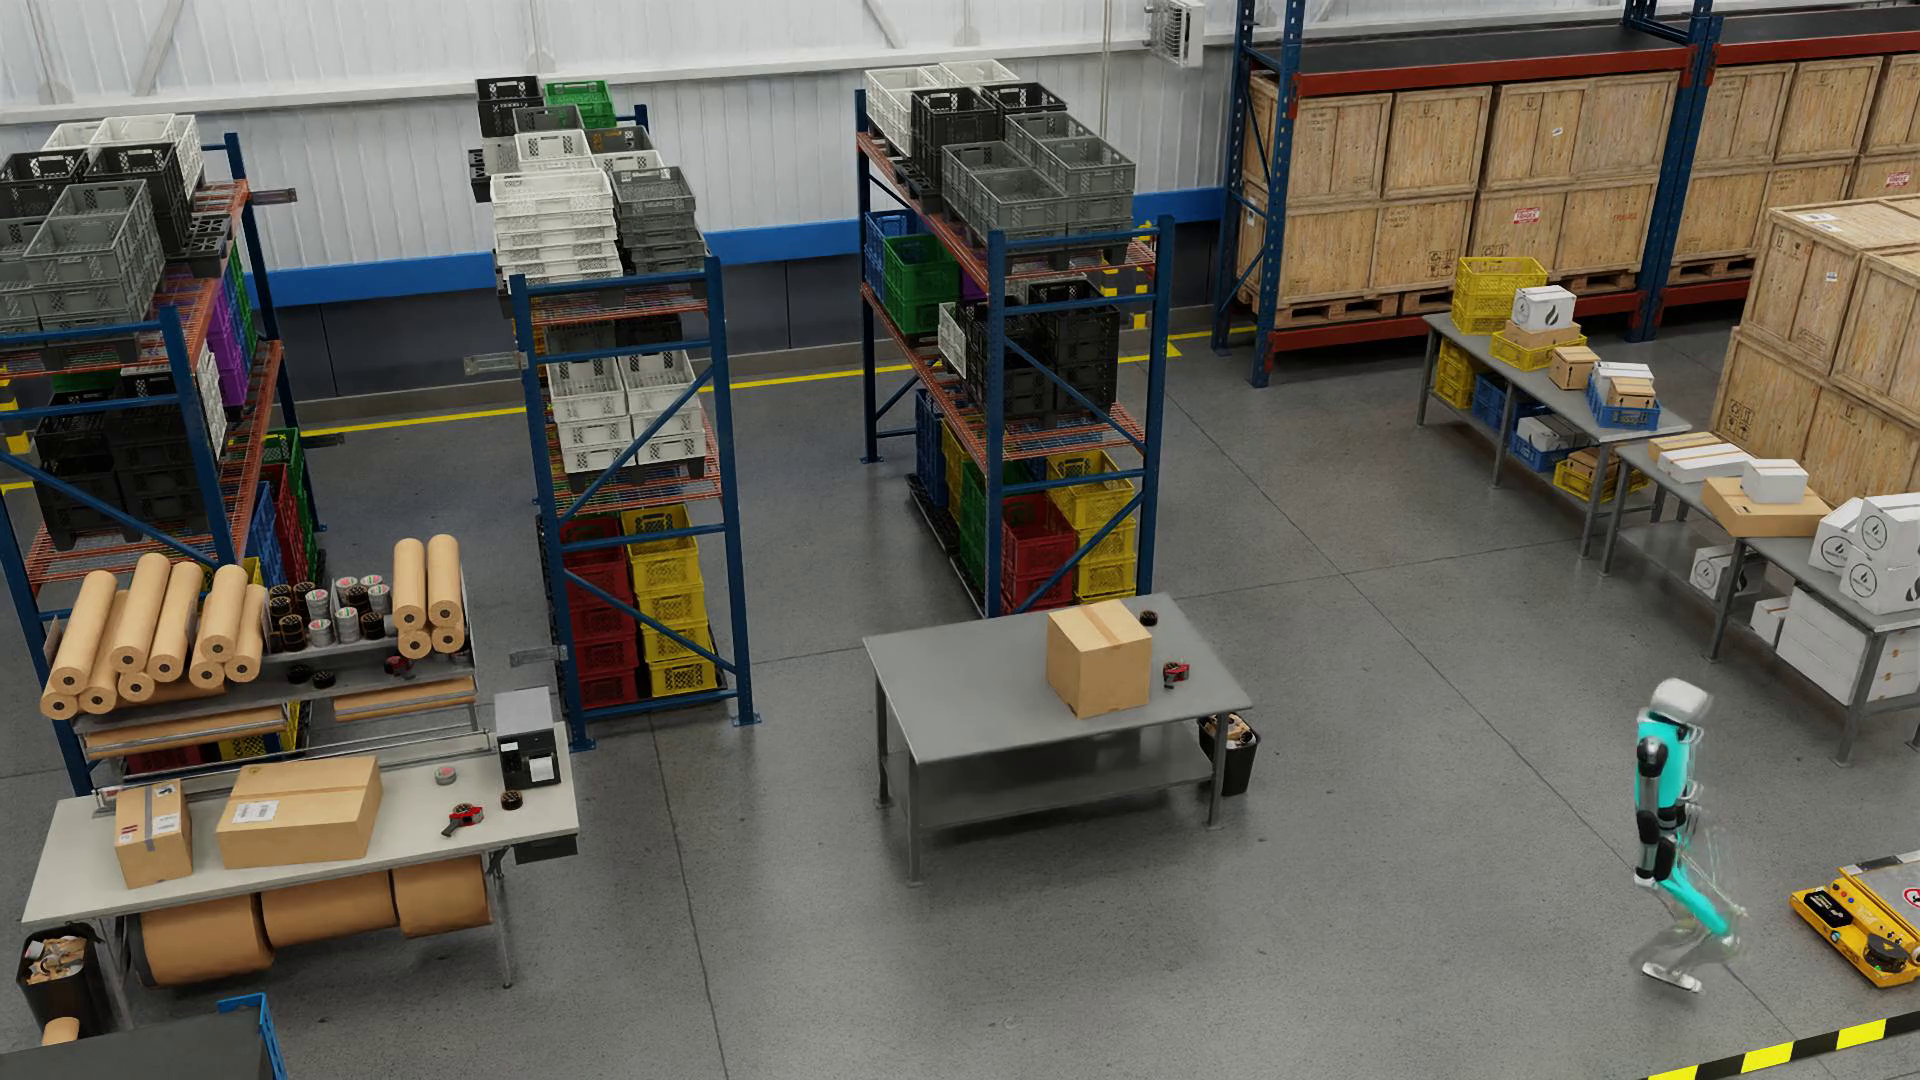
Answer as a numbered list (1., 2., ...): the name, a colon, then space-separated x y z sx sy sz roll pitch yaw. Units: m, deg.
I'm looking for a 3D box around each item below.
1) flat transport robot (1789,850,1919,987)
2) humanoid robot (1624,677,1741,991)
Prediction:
1. flat transport robot: 5.163 1.916 8.676 1.431 0.231 0.659 -8 30 -14
2. humanoid robot: 3.497 1.513 7.899 0.795 1.790 0.553 17 33 29
